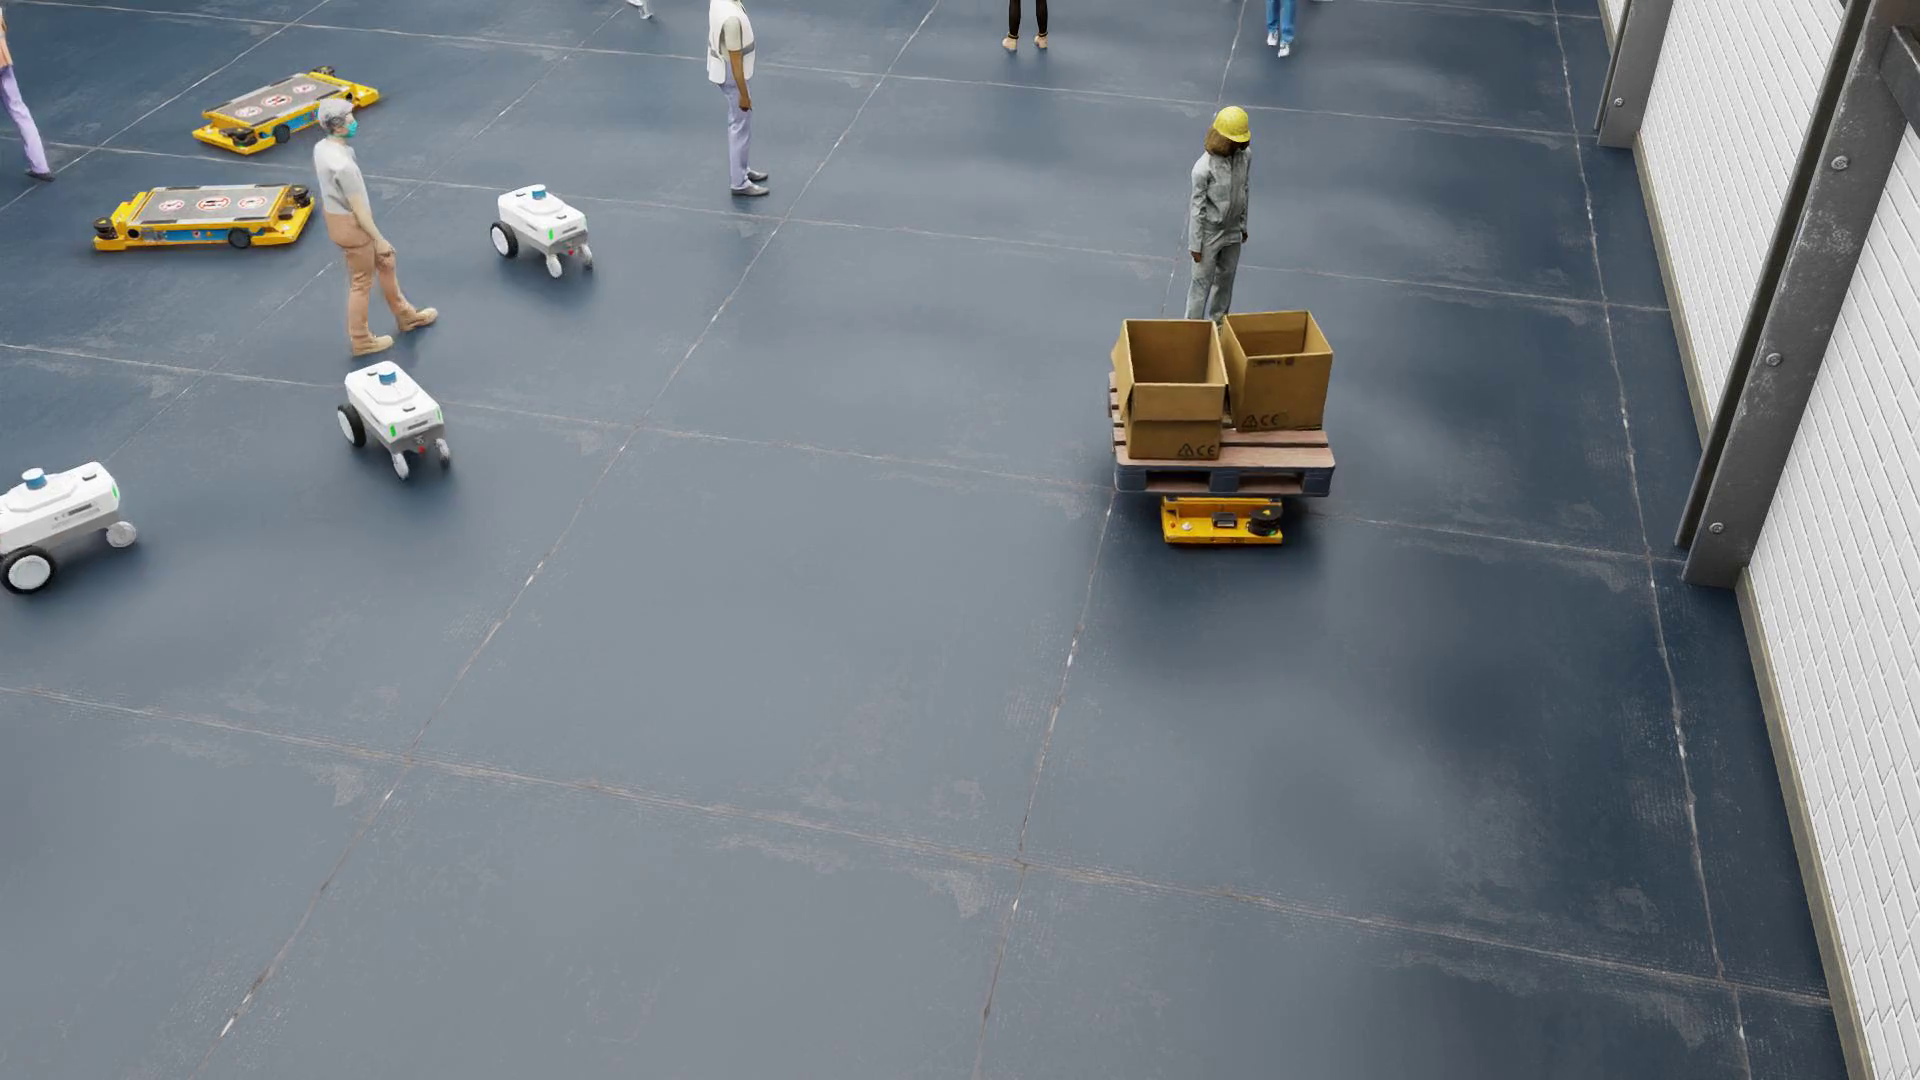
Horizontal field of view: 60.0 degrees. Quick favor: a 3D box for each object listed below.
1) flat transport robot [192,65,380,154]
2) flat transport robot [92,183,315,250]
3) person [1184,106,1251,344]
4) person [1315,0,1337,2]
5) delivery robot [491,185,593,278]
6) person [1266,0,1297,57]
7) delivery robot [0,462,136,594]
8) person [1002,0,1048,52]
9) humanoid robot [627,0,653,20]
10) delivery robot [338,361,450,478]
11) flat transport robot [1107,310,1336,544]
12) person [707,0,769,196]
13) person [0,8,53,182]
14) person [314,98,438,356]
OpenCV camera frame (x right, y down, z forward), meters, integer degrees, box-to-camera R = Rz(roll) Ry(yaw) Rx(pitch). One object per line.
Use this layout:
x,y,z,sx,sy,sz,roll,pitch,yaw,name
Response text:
-5.711,-3.653,14.107,0.659,0.231,1.431,20,41,25,flat transport robot
-5.647,-2.416,12.452,1.431,0.231,0.659,-3,37,-3,flat transport robot
1.658,-1.944,10.600,0.489,1.728,0.320,-27,44,-31,person
3.296,-6.138,16.112,0.902,1.848,0.591,3,37,4,person
-3.025,-2.277,12.038,0.799,0.608,0.499,31,46,34,delivery robot
2.933,-5.249,15.053,0.513,1.685,0.744,7,37,10,person
-5.016,-0.103,9.129,0.799,0.608,0.499,-29,46,-33,delivery robot
0.611,-5.302,15.127,0.532,1.691,0.322,-8,37,-10,person
-3.135,-5.857,15.909,0.550,1.878,0.820,-26,44,-31,humanoid robot
-3.408,-0.776,10.020,0.499,0.597,0.779,-26,44,-30,delivery robot
1.484,-0.462,9.838,0.659,0.231,1.431,1,37,1,flat transport robot
-1.696,-3.488,12.584,0.414,1.830,0.575,-8,37,-10,person
-7.580,-3.665,12.840,0.818,1.805,0.582,18,40,22,person
-3.779,-2.033,10.726,0.734,1.714,0.508,-19,41,-24,person
